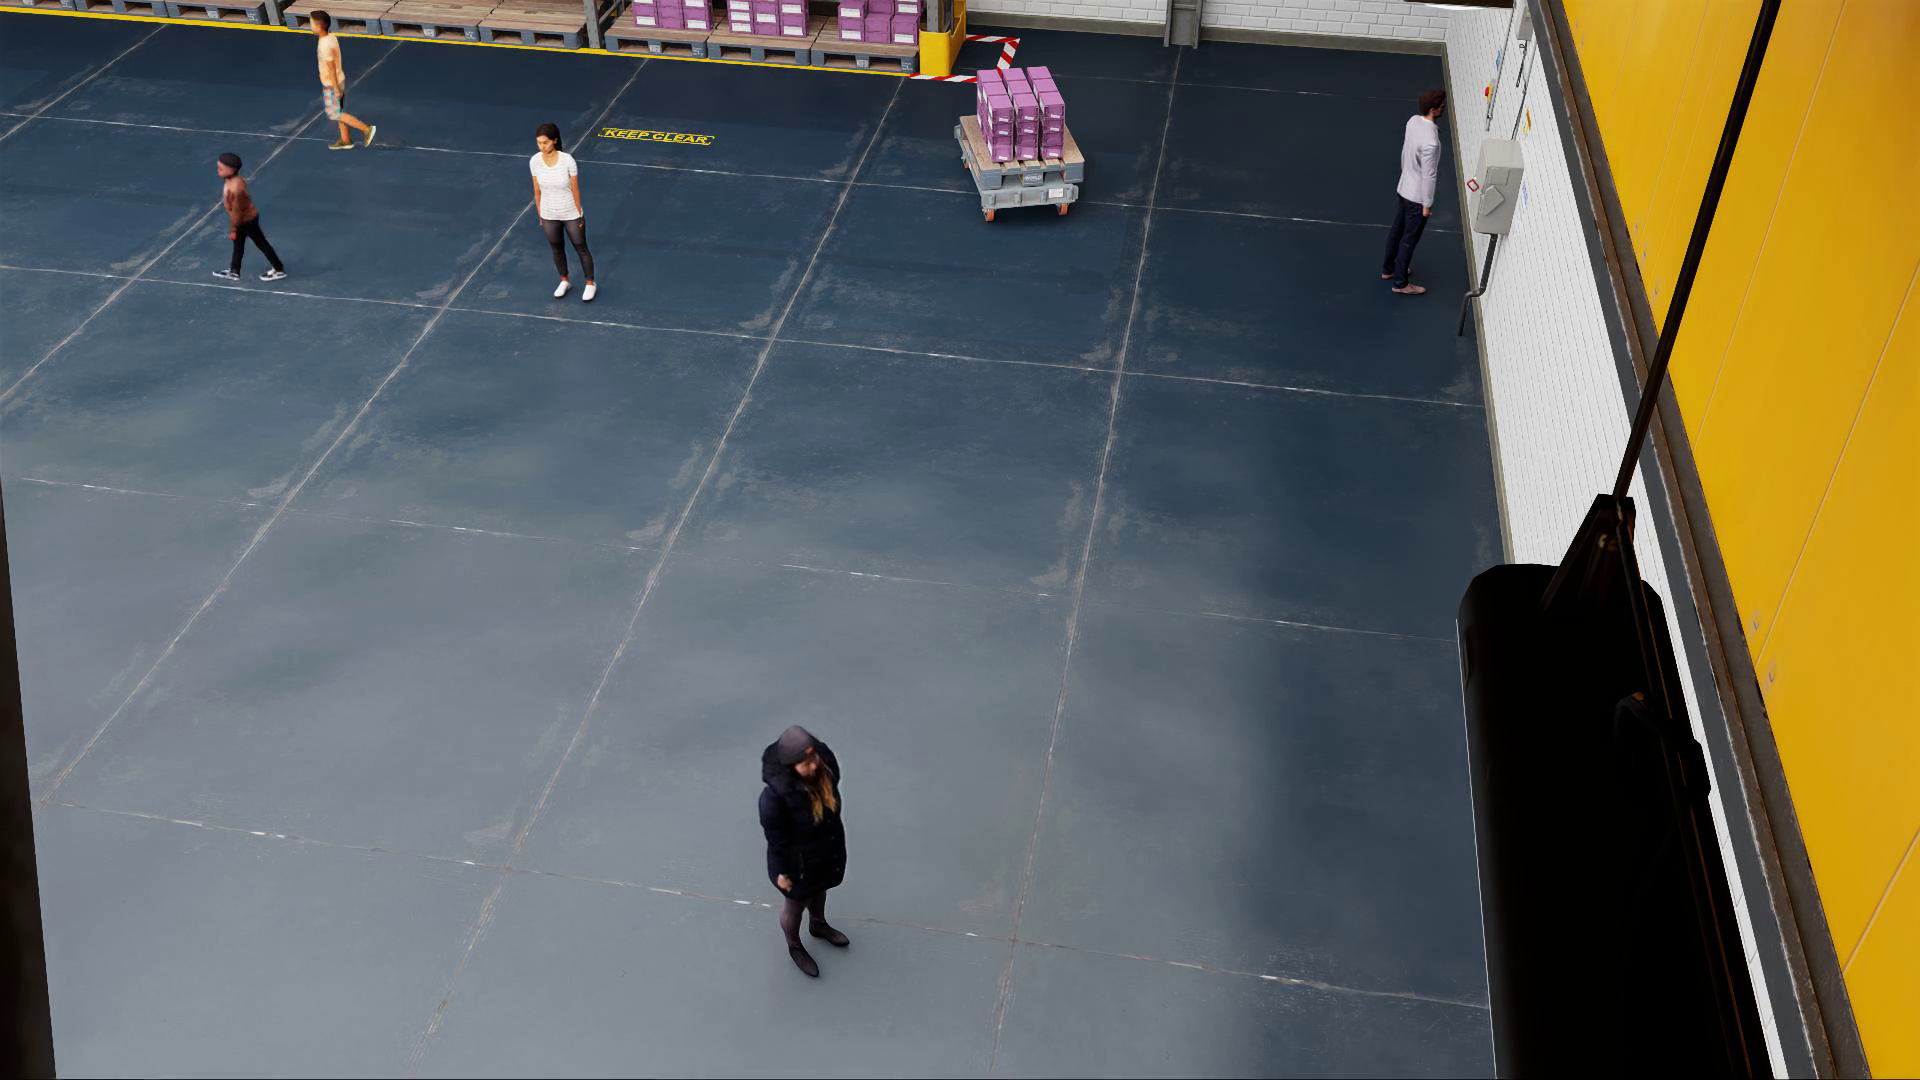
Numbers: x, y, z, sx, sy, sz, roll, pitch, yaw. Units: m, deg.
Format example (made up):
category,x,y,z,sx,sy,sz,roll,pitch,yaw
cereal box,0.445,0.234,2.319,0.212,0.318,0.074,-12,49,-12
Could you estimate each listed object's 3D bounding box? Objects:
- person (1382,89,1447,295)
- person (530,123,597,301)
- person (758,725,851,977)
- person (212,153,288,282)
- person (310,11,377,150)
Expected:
category,x,y,z,sx,sy,sz,roll,pitch,yaw
person,3.972,-3.056,14.503,0.687,1.852,0.746,-5,39,-7
person,-3.453,-2.840,14.405,0.470,1.638,0.628,3,39,4
person,-0.822,1.622,8.790,0.812,1.671,0.787,26,45,29
person,-6.254,-2.843,14.735,0.913,1.230,0.788,-16,41,-19
person,-6.257,-4.624,16.790,0.822,1.449,0.668,-6,39,-8
